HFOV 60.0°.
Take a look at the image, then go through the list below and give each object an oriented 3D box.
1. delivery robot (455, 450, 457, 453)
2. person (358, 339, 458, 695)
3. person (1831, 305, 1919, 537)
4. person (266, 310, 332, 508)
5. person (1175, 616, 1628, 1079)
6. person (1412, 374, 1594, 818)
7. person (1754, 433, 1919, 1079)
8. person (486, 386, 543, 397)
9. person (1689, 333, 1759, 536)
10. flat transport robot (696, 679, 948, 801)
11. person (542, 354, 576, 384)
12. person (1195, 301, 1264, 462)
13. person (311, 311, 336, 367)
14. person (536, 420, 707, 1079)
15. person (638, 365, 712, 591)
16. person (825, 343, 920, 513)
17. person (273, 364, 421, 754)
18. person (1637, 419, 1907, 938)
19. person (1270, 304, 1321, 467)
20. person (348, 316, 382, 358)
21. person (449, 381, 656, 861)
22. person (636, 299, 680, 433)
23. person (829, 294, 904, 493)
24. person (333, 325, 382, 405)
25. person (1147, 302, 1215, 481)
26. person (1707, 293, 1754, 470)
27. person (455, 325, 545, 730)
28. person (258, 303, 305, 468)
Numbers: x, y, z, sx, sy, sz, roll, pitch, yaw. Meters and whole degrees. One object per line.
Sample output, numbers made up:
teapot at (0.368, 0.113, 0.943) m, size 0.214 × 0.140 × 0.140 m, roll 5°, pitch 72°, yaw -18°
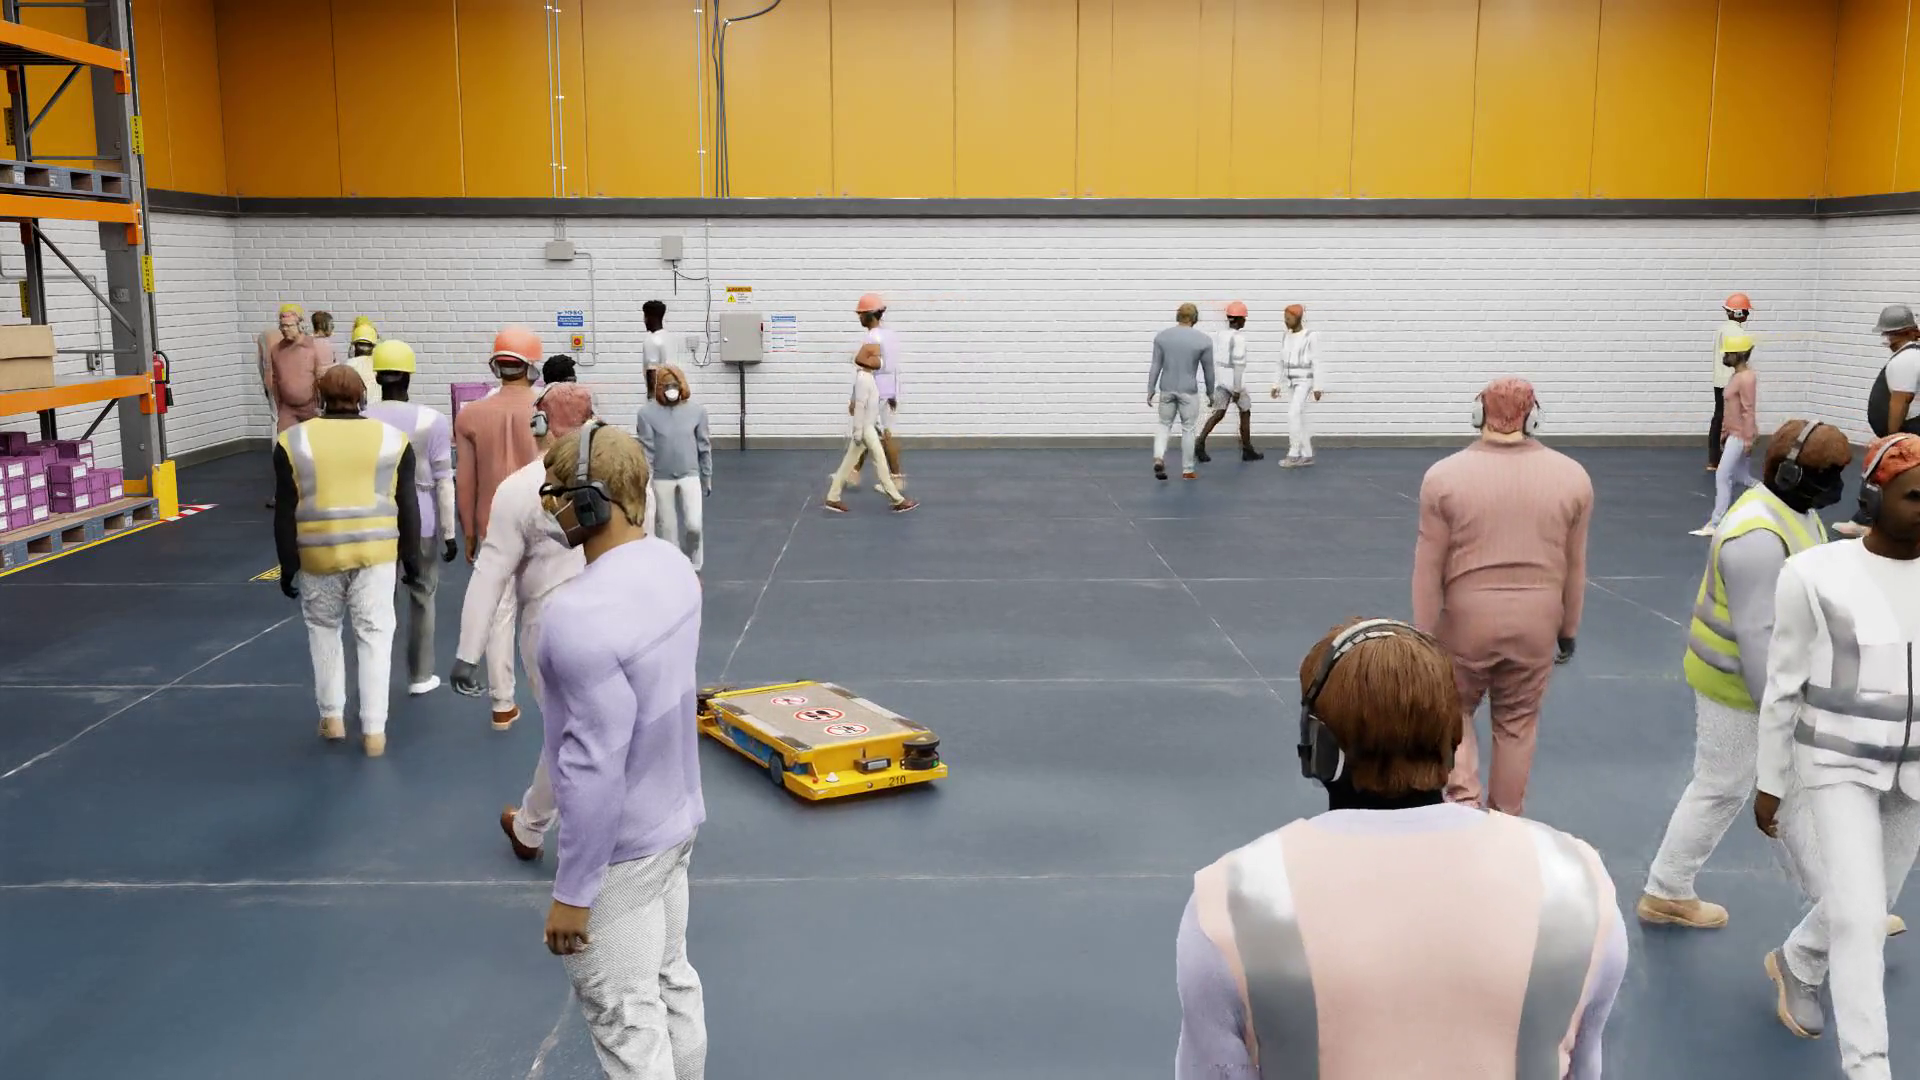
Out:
delivery robot at (-5.535, -0.891, 17.431) m, size 0.477 × 0.478 × 0.707 m, roll 8°, pitch 12°, yaw 39°
person at (-2.925, -0.084, 8.638) m, size 0.593 × 1.906 × 0.672 m, roll 0°, pitch 9°, yaw -2°
person at (7.695, -0.967, 13.644) m, size 0.934 × 2.000 × 0.693 m, roll 5°, pitch 10°, yaw 26°
person at (-6.265, -1.222, 15.737) m, size 0.668 × 1.870 × 0.888 m, roll 1°, pitch 9°, yaw 7°
person at (0.603, 0.996, 2.354) m, size 0.619 × 1.802 × 0.952 m, roll 0°, pitch 9°, yaw 3°
person at (2.021, 0.320, 6.262) m, size 0.645 × 1.880 × 0.460 m, roll 1°, pitch 9°, yaw 6°
person at (2.474, 0.615, 4.553) m, size 0.591 × 1.850 × 0.952 m, roll 0°, pitch 9°, yaw 0°
person at (-2.783, -0.370, 10.670) m, size 0.995 × 1.812 × 0.529 m, roll 8°, pitch 12°, yaw 41°
person at (6.640, -0.874, 14.009) m, size 0.761 × 1.740 × 0.529 m, roll 3°, pitch 10°, yaw 16°
flat transport robot at (-0.698, 0.885, 7.700) m, size 0.652 × 0.197 × 1.431 m, roll -6°, pitch 11°, yaw -31°
person at (-2.691, -0.402, 11.220) m, size 0.536 × 1.699 × 0.321 m, roll 4°, pitch 10°, yaw 25°
person at (3.149, -1.855, 19.529) m, size 0.926 × 1.908 × 0.551 m, roll -5°, pitch 10°, yaw -26°
person at (-6.779, -1.528, 17.750) m, size 0.543 × 1.818 × 0.461 m, roll 9°, pitch 13°, yaw 44°
person at (-0.775, 0.693, 3.781) m, size 0.372 × 1.939 × 0.631 m, roll 1°, pitch 9°, yaw 7°
person at (-1.956, -0.400, 11.461) m, size 0.497 × 1.615 × 0.365 m, roll -2°, pitch 9°, yaw -11°
person at (-0.841, -1.031, 15.415) m, size 0.907 × 1.580 × 0.513 m, roll 0°, pitch 9°, yaw 1°
person at (-2.899, 0.079, 7.909) m, size 0.654 × 1.814 × 0.702 m, roll -4°, pitch 10°, yaw -23°
person at (2.698, 0.489, 5.496) m, size 0.825 × 1.789 × 0.708 m, roll 6°, pitch 11°, yaw 35°
person at (3.798, -1.758, 19.040) m, size 0.759 × 1.858 × 0.584 m, roll -5°, pitch 10°, yaw -28°
person at (-6.906, -1.758, 19.464) m, size 0.511 × 1.715 × 0.509 m, roll 9°, pitch 13°, yaw 42°
person at (-1.494, 0.356, 6.093) m, size 0.978 × 1.843 × 0.777 m, roll 7°, pitch 12°, yaw 38°
person at (-3.149, -1.537, 17.400) m, size 0.418 × 1.947 × 0.615 m, roll 4°, pitch 10°, yaw 22°
person at (-0.982, -1.472, 16.834) m, size 0.953 × 2.004 × 0.641 m, roll 3°, pitch 10°, yaw 17°
person at (-5.079, -0.944, 14.287) m, size 0.609 × 1.789 × 0.621 m, roll -7°, pitch 12°, yaw -37°
person at (2.335, -1.545, 17.576) m, size 0.674 × 1.914 × 0.842 m, roll 4°, pitch 10°, yaw 23°
person at (8.575, -1.736, 18.494) m, size 0.375 × 1.995 × 0.611 m, roll 0°, pitch 9°, yaw 0°
person at (-2.146, -0.055, 8.191) m, size 0.622 × 1.992 × 0.396 m, roll 0°, pitch 9°, yaw -1°
person at (-7.702, -1.769, 19.051) m, size 0.615 × 1.879 × 0.532 m, roll 0°, pitch 9°, yaw -2°
